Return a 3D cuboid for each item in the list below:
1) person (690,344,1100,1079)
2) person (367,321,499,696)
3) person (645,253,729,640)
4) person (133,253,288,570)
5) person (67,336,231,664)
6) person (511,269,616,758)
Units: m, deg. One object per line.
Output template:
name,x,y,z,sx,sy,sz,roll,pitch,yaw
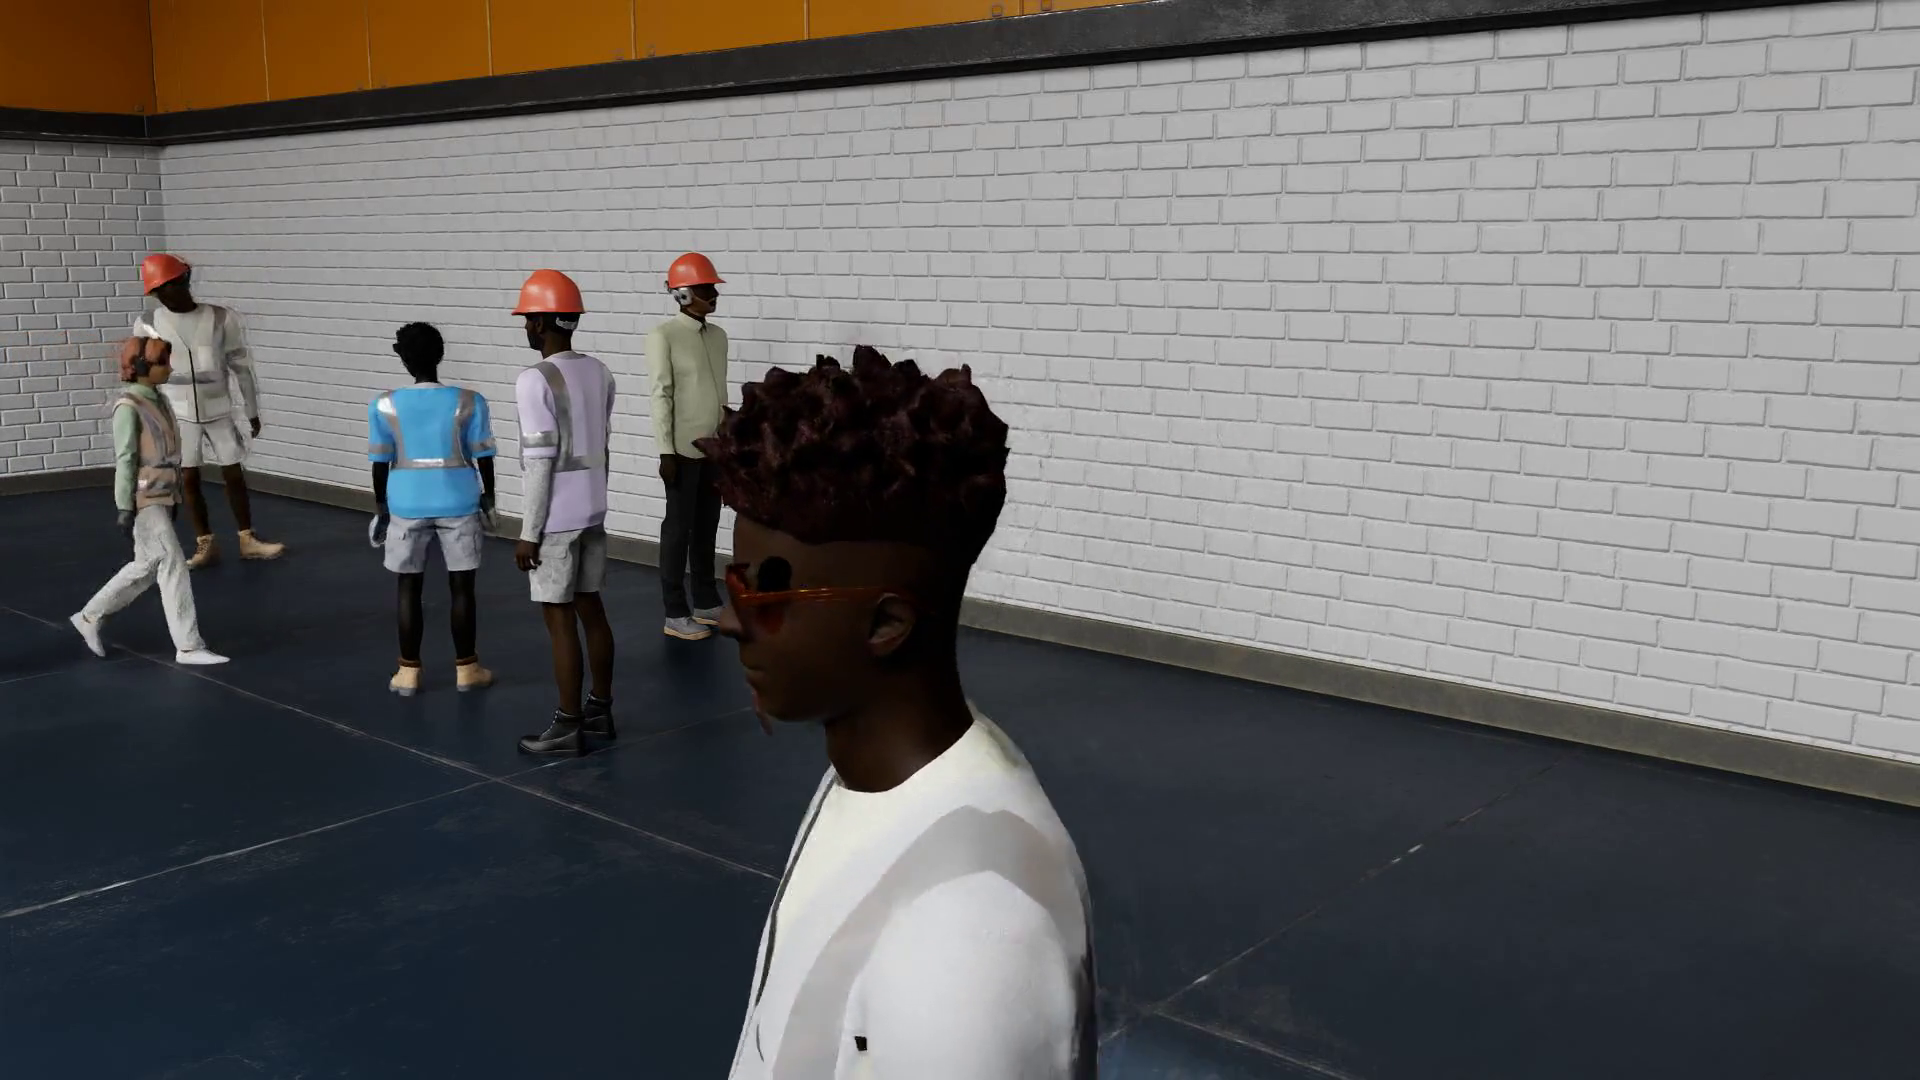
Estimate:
person,0.000,0.790,1.550,0.693,1.944,0.614,-1,10,-7
person,-2.384,-0.128,7.531,0.574,1.684,0.323,-2,10,-12
person,-1.384,-0.492,8.709,0.375,1.997,0.612,5,11,26
person,-4.727,-0.797,10.466,0.773,1.987,0.517,-4,11,-24
person,-4.000,-0.181,8.072,0.748,1.615,0.522,-1,10,-7
person,-1.597,-0.100,6.643,0.358,1.938,0.548,3,11,19
